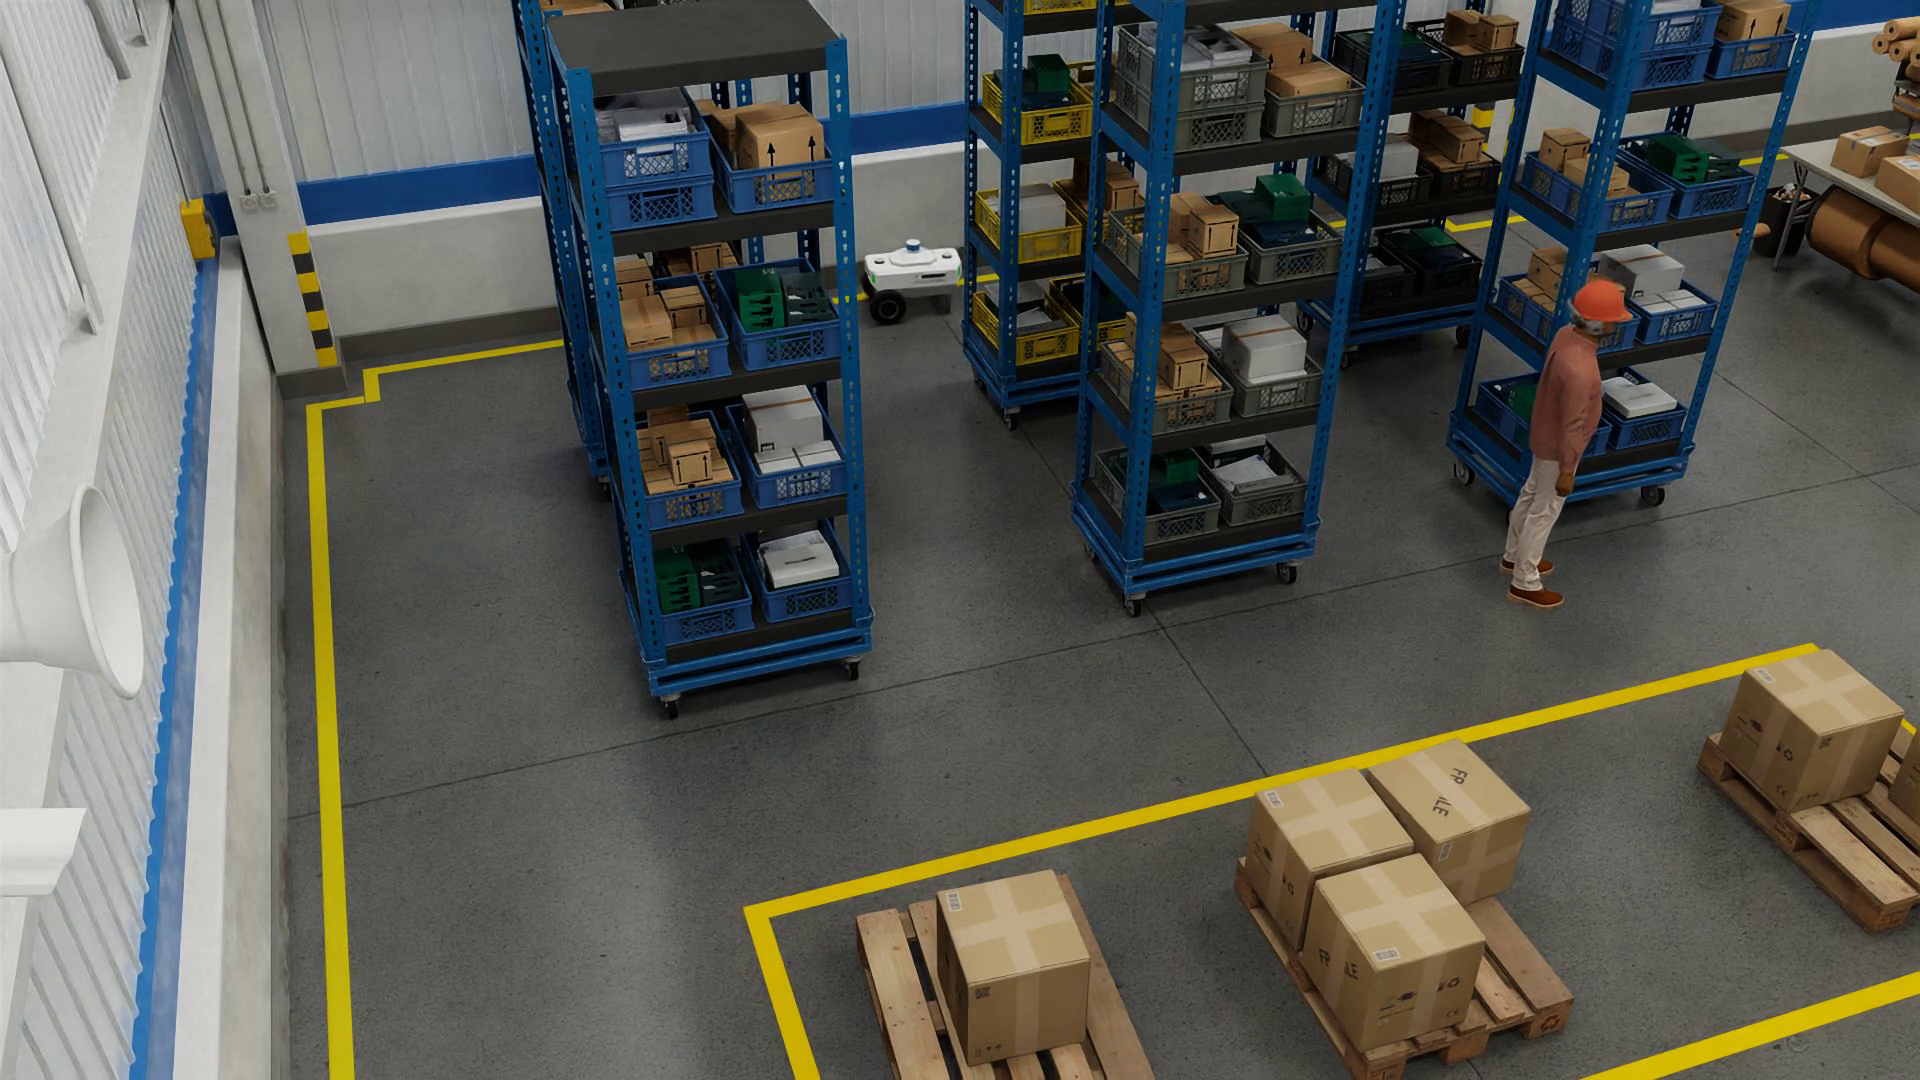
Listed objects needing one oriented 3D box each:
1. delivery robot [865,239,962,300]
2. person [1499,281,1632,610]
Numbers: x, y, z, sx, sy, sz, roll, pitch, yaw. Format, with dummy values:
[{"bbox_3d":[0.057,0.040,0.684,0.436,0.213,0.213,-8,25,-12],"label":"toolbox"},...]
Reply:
[{"bbox_3d":[-0.348,-2.036,12.595,0.707,0.478,0.477,-6,36,-9],"label":"delivery robot"},{"bbox_3d":[3.367,-0.540,9.312,0.382,1.993,0.622,5,35,7],"label":"person"}]
